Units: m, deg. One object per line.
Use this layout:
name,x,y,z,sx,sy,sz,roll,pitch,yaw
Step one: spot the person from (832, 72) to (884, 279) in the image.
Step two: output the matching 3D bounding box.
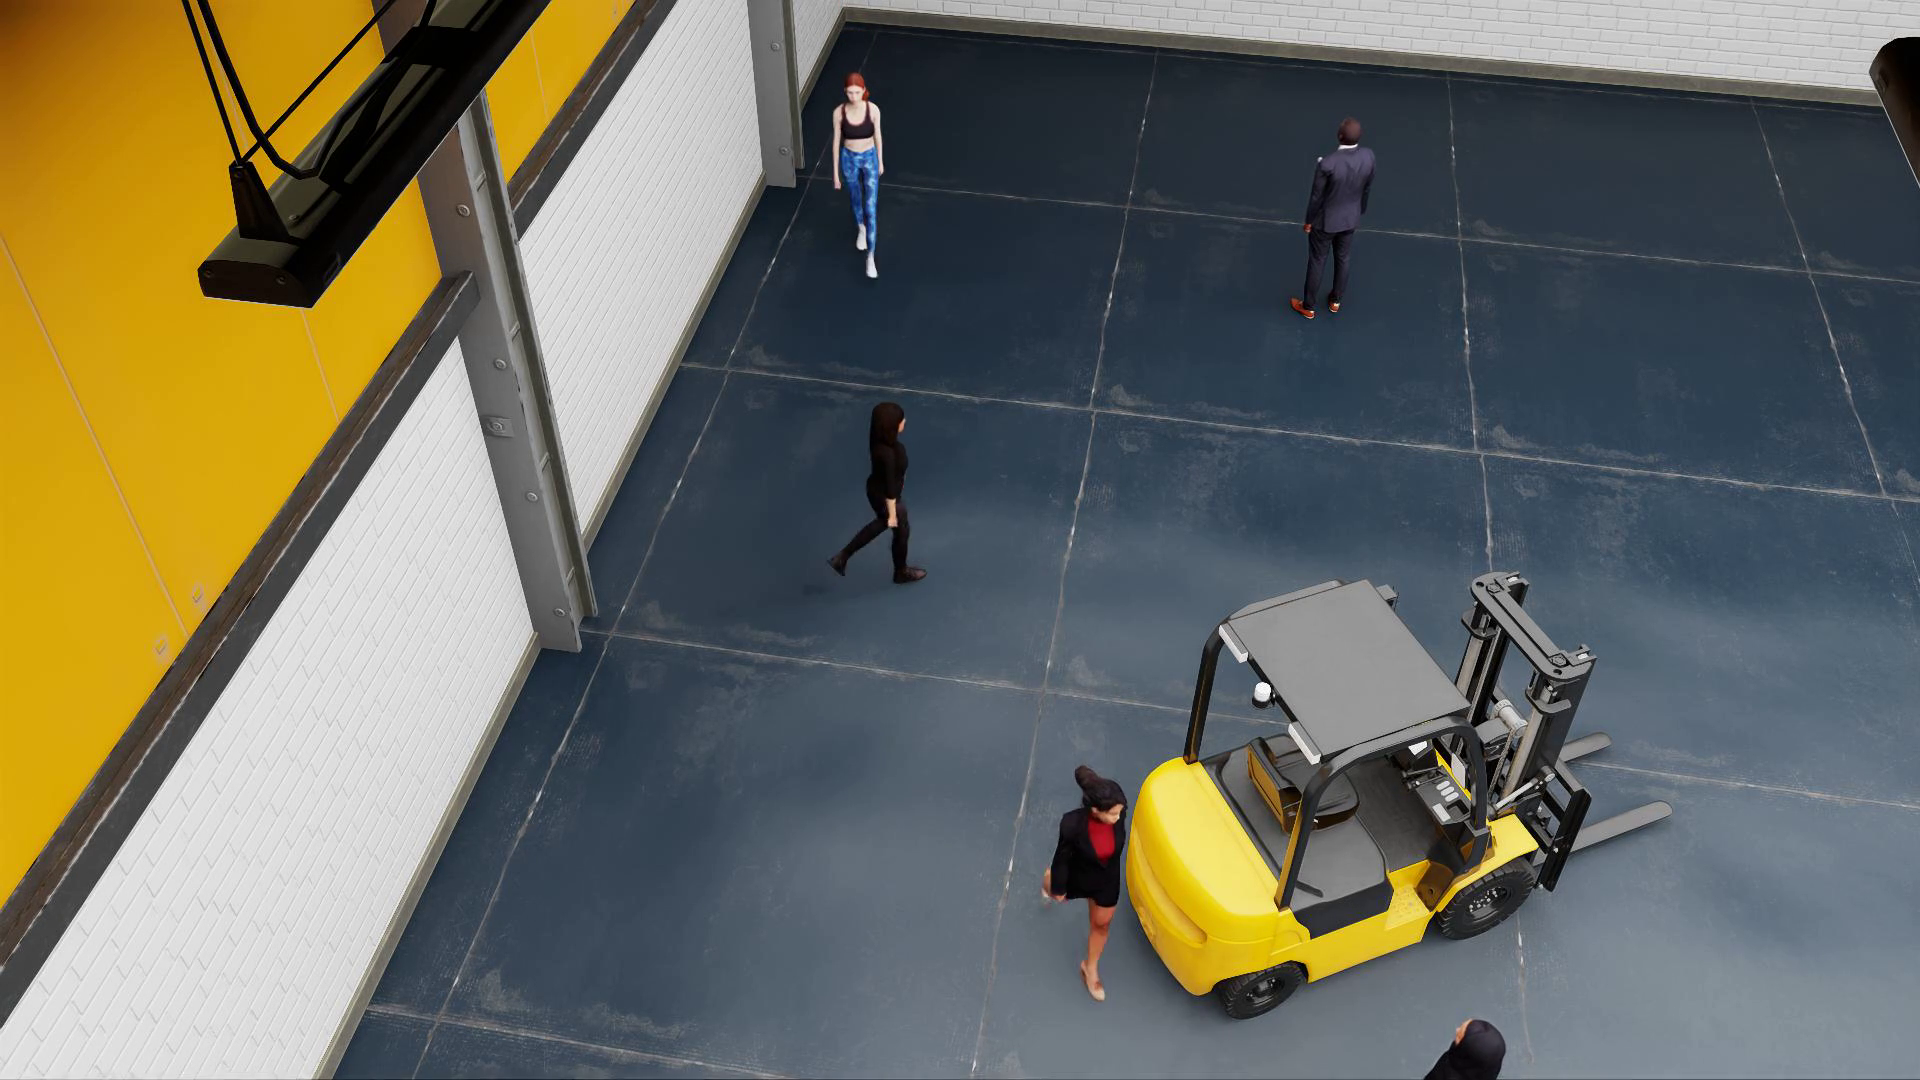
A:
person,-0.861,-3.211,14.231,0.751,1.748,1.145,-2,44,-2

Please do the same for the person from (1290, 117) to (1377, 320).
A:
person,3.061,-2.621,13.559,0.782,1.822,0.769,-11,45,-11

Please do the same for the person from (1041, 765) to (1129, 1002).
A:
person,0.656,1.790,9.089,0.901,1.601,1.113,-9,44,-9

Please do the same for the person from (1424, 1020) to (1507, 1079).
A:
person,2.365,2.779,8.041,0.769,1.614,0.675,29,51,27

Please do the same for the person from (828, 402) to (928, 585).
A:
person,-0.575,-0.279,11.247,0.910,1.620,0.948,-13,45,-14
